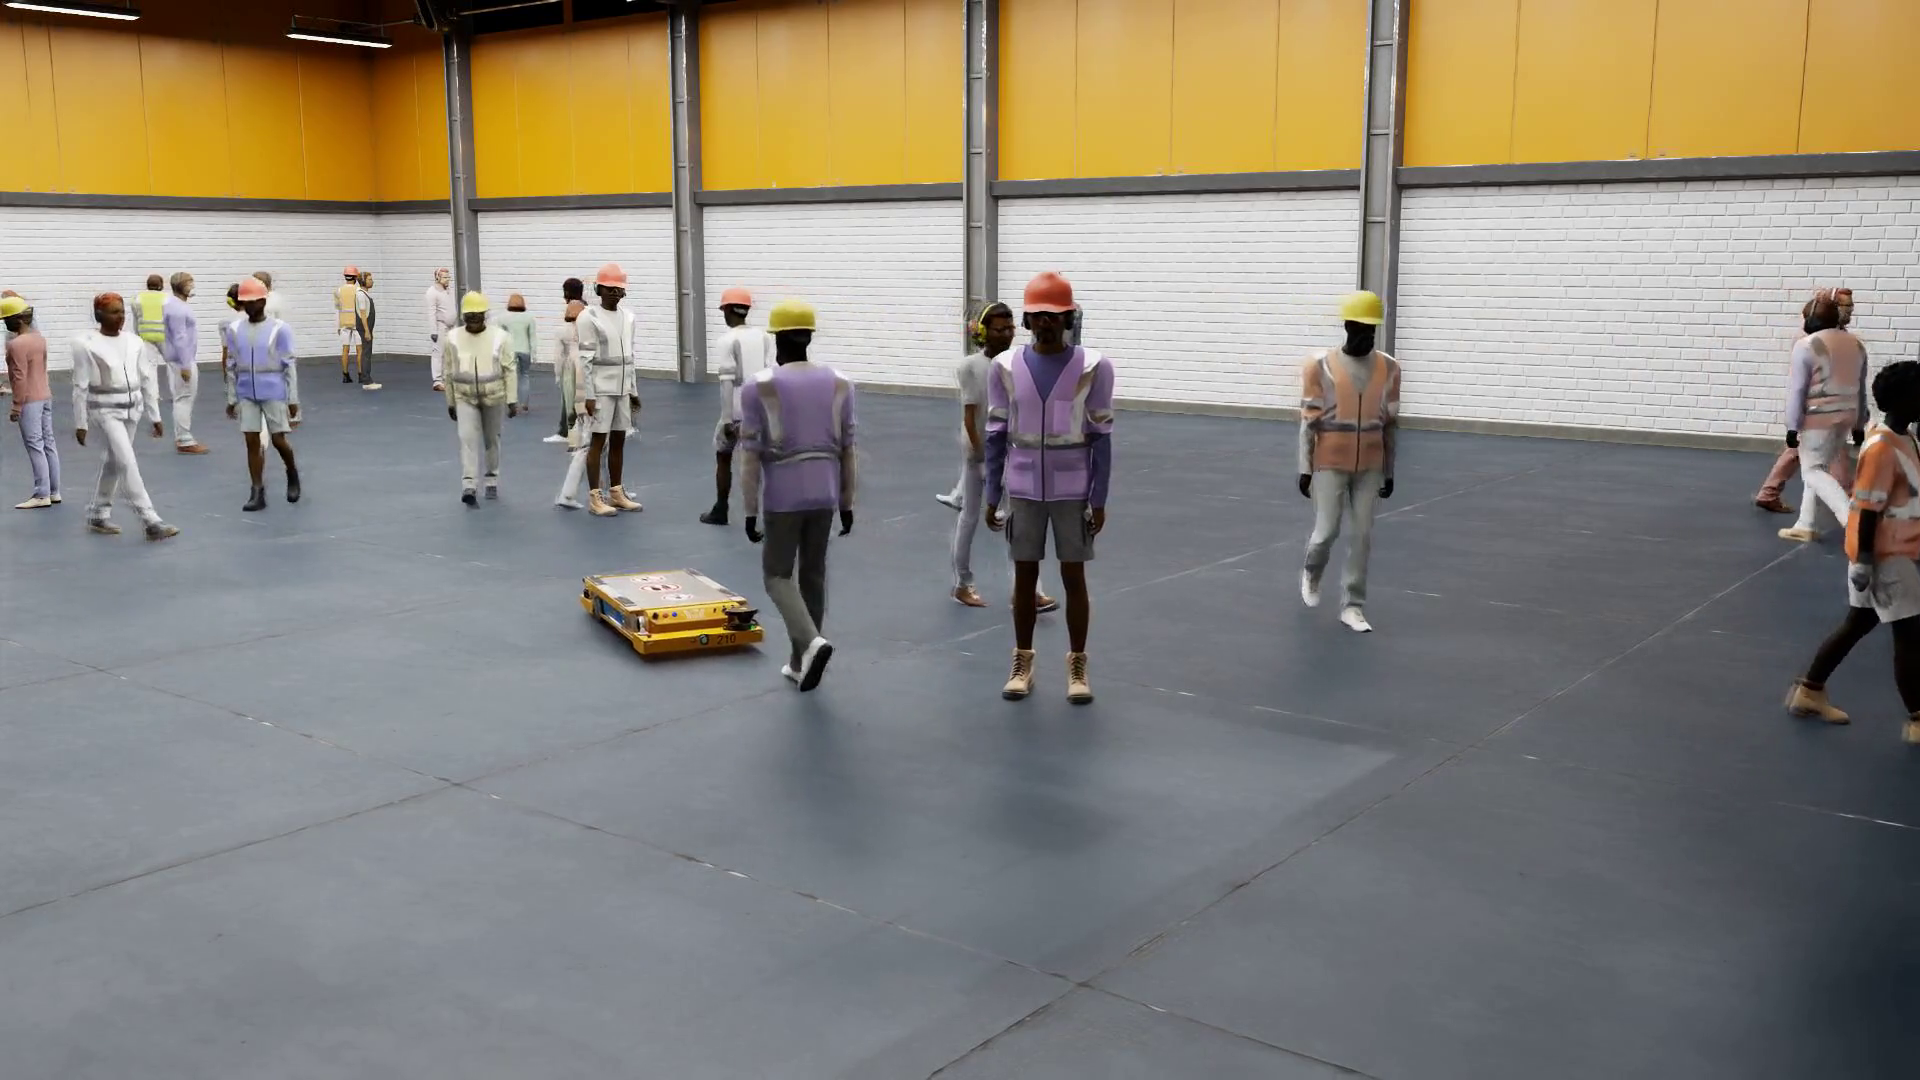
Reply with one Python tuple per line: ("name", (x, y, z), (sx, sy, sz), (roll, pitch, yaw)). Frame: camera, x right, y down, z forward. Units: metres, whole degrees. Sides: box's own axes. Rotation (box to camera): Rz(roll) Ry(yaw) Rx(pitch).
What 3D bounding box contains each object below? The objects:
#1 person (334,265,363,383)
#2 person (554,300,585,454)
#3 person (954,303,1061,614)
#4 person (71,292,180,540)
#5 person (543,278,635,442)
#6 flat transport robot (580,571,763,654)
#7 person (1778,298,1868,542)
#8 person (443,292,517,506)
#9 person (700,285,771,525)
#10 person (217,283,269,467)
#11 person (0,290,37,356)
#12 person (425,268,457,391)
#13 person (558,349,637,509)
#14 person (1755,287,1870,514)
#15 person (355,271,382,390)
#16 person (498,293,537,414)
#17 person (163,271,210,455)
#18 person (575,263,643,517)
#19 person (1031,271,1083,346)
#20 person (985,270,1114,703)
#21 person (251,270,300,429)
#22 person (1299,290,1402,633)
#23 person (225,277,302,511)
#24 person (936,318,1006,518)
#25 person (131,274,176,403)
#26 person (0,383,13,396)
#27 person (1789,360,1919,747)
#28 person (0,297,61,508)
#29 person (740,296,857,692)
("person", (-9.977, -3.540, 27.346), (0.538, 1.929, 0.382), (-1, 10, -3))
("person", (-4.040, -1.724, 17.627), (0.507, 1.631, 0.266), (-4, 10, -21))
("person", (0.231, -0.459, 9.702), (0.492, 1.823, 0.939), (-6, 12, -32))
("person", (-6.229, -0.916, 12.359), (0.974, 1.829, 0.597), (4, 11, 22))
("person", (-4.145, -1.999, 18.603), (1.020, 1.861, 0.605), (1, 10, 7))
("flat transport robot", (-1.653, 0.375, 9.364), (0.652, 0.197, 1.431), (-5, 11, -25))
("person", (6.283, -0.833, 11.949), (0.650, 1.807, 0.798), (-4, 11, -22))
("person", (-4.059, -1.193, 14.064), (0.608, 1.782, 0.913), (-2, 10, -11))
("person", (-1.601, -1.006, 12.753), (0.983, 1.897, 0.549), (8, 12, 38))
("person", (-6.923, -1.588, 16.249), (0.547, 1.837, 0.814), (-4, 10, -21))
("person", (-13.431, -2.773, 23.796), (0.406, 1.605, 0.542), (1, 10, 5))
("person", (-8.010, -3.262, 25.818), (0.403, 1.900, 0.639), (2, 10, 11))
("person", (-3.066, -1.060, 13.886), (0.839, 1.594, 0.496), (-9, 13, -42))
("person", (6.863, -1.075, 13.220), (1.019, 1.857, 0.657), (9, 13, 41))
("person", (-9.267, -3.270, 26.012), (0.345, 1.847, 0.506), (-3, 10, -16))
("person", (-5.878, -2.483, 22.123), (0.498, 1.606, 0.715), (-4, 10, -20))
("person", (-8.193, -1.865, 17.562), (0.355, 1.936, 0.636), (-4, 11, -22))
("person", (-2.814, -1.216, 13.488), (0.394, 2.040, 0.608), (6, 12, 32))
("person", (0.982, -1.807, 17.221), (0.629, 1.940, 0.367), (-6, 12, -32))
("person", (0.408, -0.235, 7.793), (0.609, 2.036, 0.408), (2, 10, 14))
("person", (-8.364, -2.272, 19.981), (0.767, 1.912, 0.652), (-3, 10, -19))
("person", (2.187, -0.456, 9.426), (0.595, 1.912, 0.562), (-1, 10, -8))
("person", (-5.792, -1.218, 13.829), (0.558, 1.929, 0.587), (0, 10, 1))
("person", (0.134, -0.975, 13.351), (0.830, 1.600, 0.549), (3, 10, 19))
("person", (-11.425, -2.863, 23.722), (0.643, 1.816, 0.709), (-2, 10, -11))
("person", (-14.542, -2.923, 24.563), (0.905, 1.649, 0.544), (-9, 13, -42))
("person", (4.043, 0.048, 7.227), (0.751, 1.662, 0.535), (7, 12, 34))
("person", (-7.774, -1.141, 13.873), (0.328, 1.760, 0.524), (-1, 10, -6))
("person", (-0.740, -0.202, 7.953), (0.588, 1.912, 0.634), (-5, 11, -27))
